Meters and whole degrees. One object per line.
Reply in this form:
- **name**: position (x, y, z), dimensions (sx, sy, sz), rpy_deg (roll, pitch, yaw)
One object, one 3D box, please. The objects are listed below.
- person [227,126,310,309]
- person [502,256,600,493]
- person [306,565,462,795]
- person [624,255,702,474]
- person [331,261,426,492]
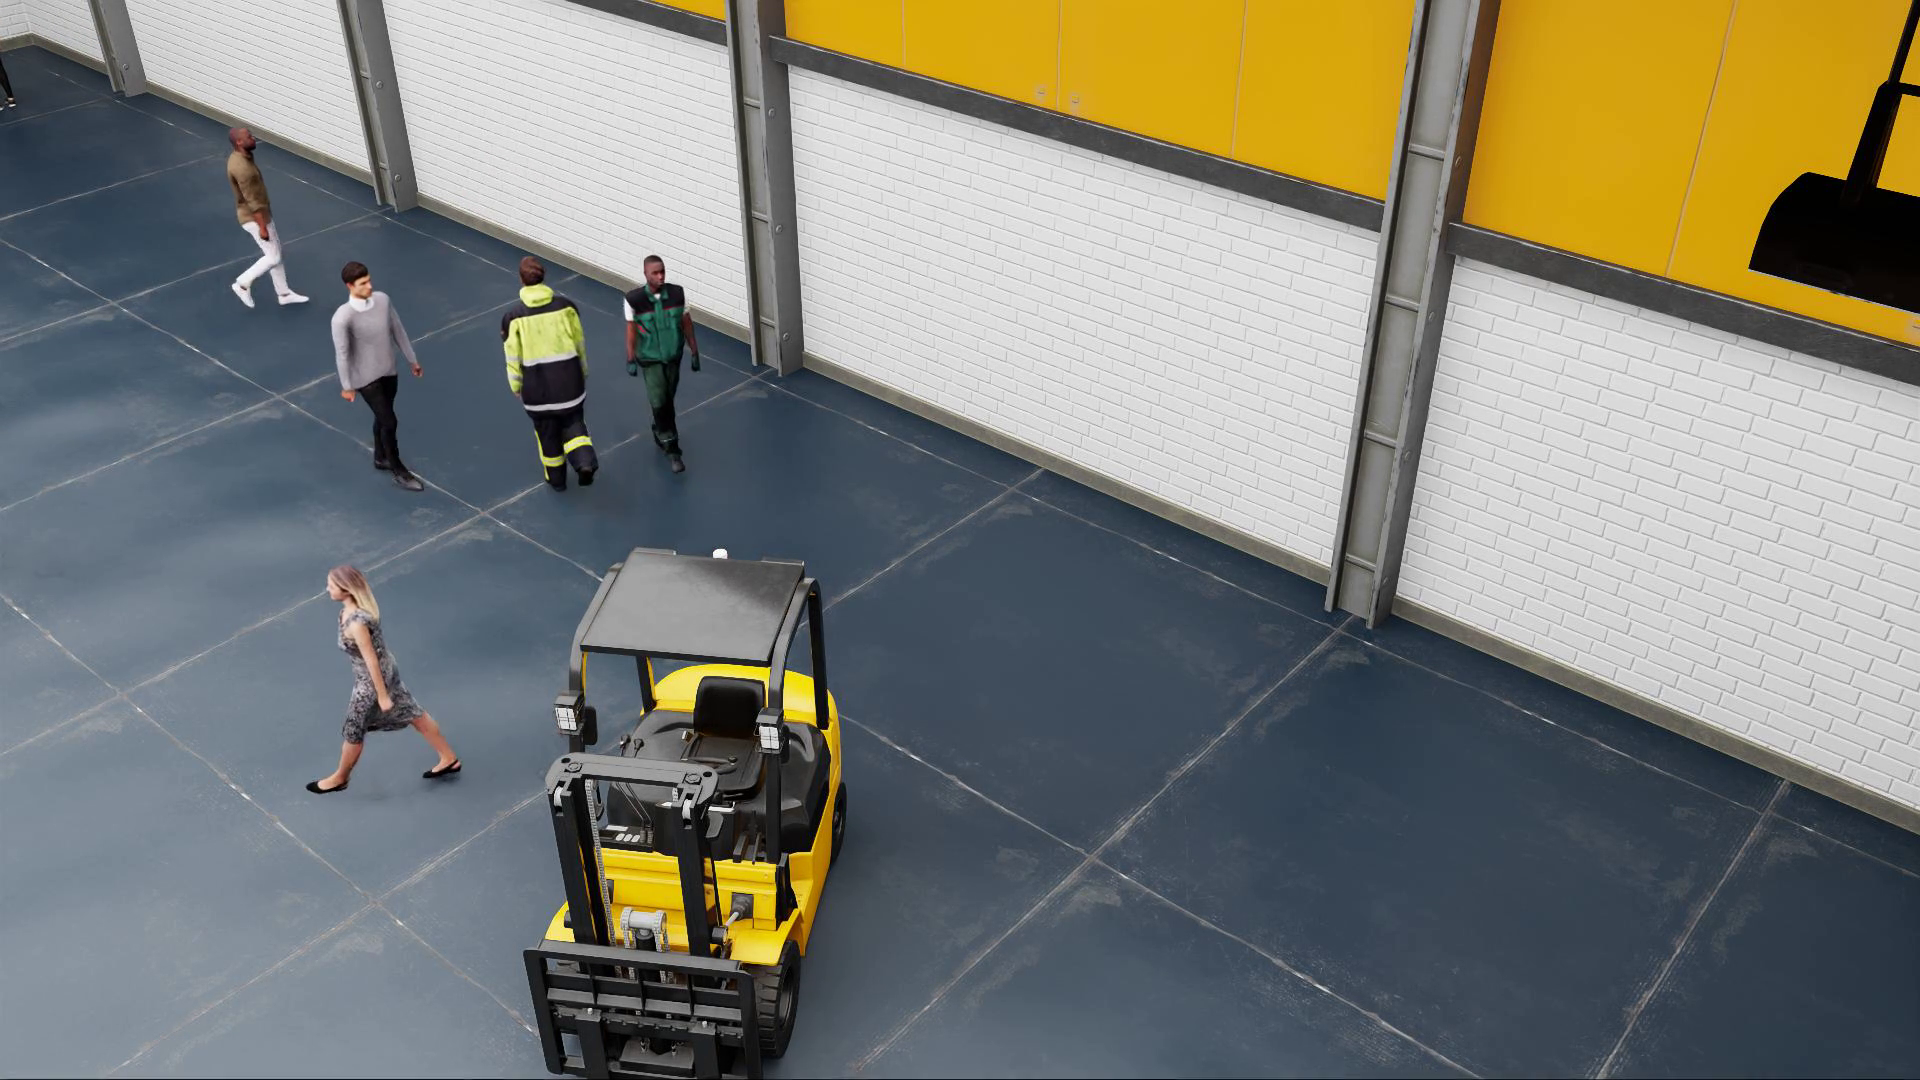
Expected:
- **person**: position (-6.782, -3.047, 15.894), dimensions (1.028, 1.812, 0.999), rpy_deg (-11, 35, -16)
- **person**: position (-3.187, -1.238, 13.035), dimensions (0.952, 1.965, 1.020), rpy_deg (-18, 37, -24)
- **person**: position (-3.462, 0.868, 10.153), dimensions (1.112, 1.648, 1.141), rpy_deg (-7, 34, -10)
- **person**: position (-2.480, -1.508, 13.582), dimensions (0.929, 1.808, 1.097), rpy_deg (-18, 37, -24)
- **person**: position (-4.734, -1.342, 13.250), dimensions (0.990, 1.900, 0.897), rpy_deg (13, 36, 18)
